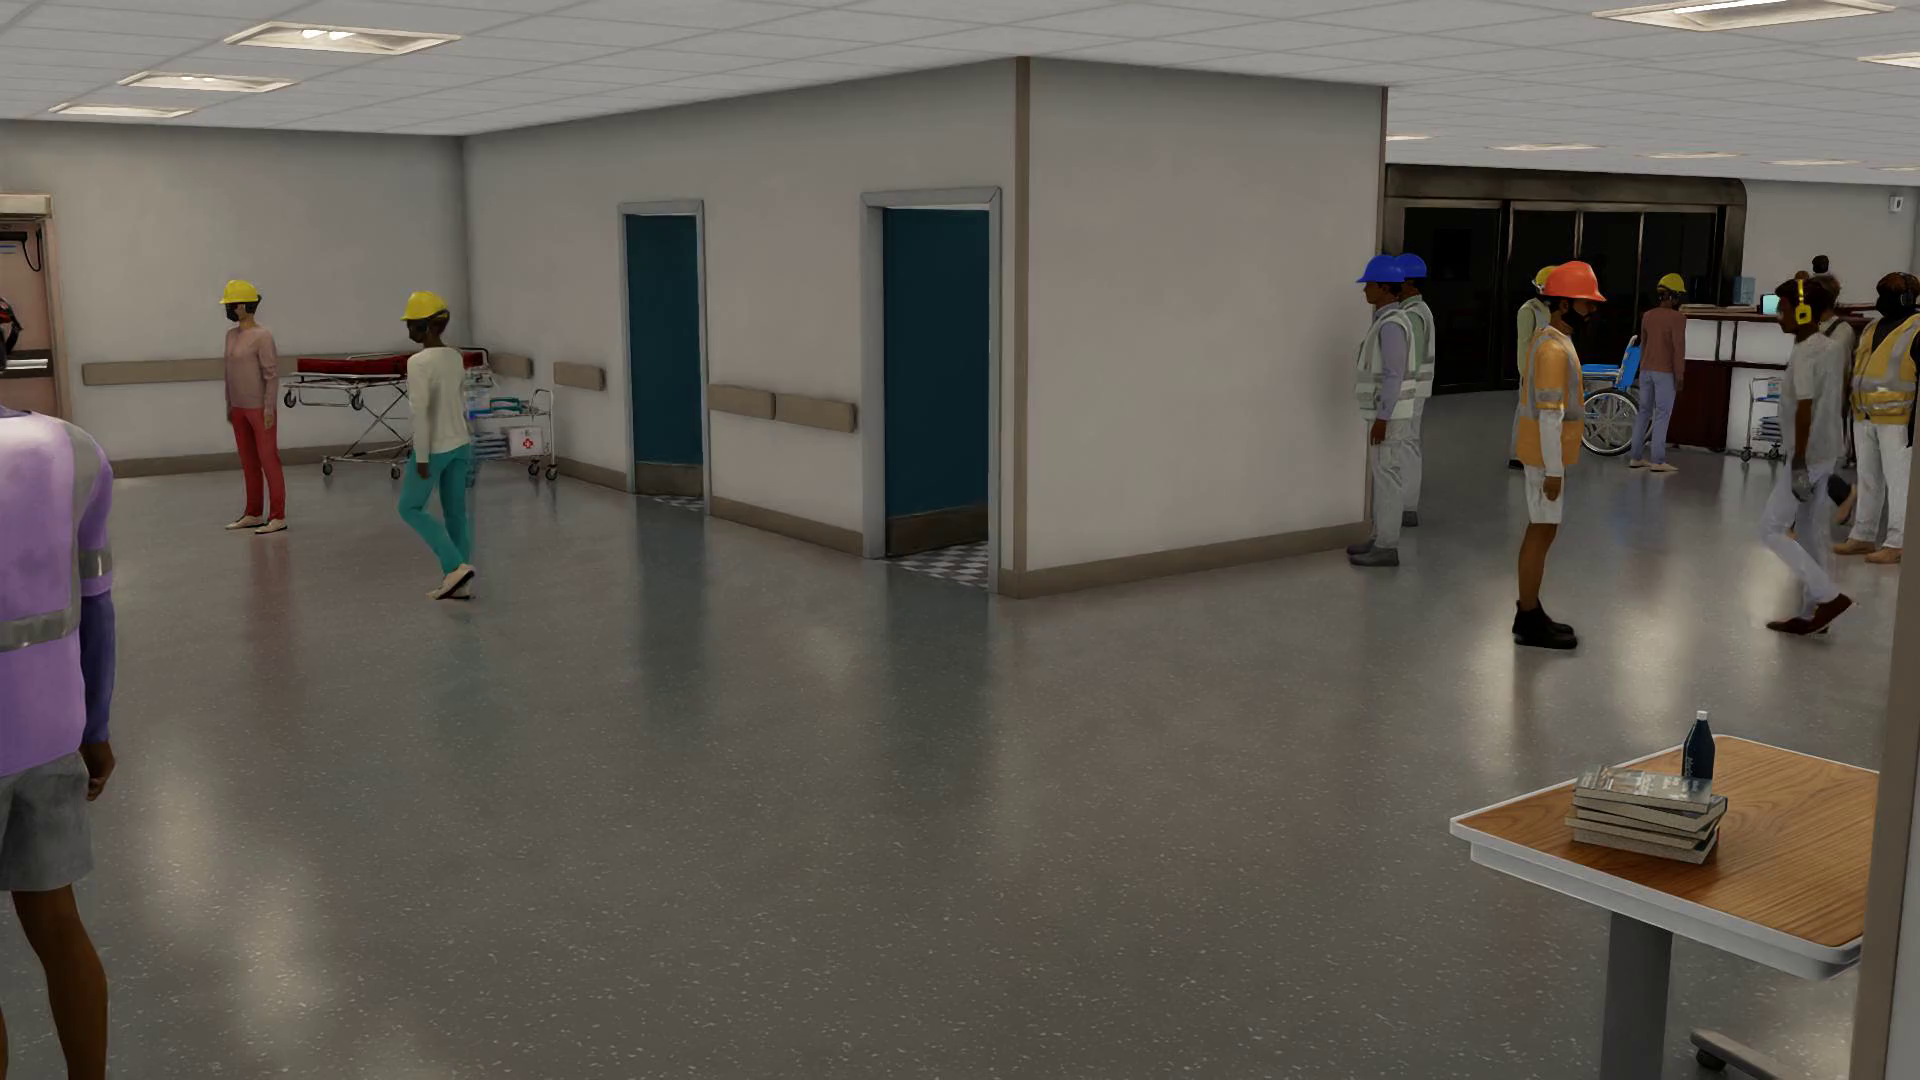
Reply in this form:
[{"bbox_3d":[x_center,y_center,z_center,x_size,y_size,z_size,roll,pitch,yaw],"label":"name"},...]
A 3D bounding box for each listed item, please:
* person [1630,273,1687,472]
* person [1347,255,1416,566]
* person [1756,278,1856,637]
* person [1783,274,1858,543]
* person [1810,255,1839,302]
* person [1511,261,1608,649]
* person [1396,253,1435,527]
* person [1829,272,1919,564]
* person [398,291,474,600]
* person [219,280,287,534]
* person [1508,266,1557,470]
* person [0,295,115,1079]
[{"bbox_3d":[6.264,-1.488,14.828,0.349,1.759,0.522,-3,11,-18],"label":"person"},{"bbox_3d":[2.656,-0.807,10.459,0.391,1.949,0.602,2,10,12],"label":"person"},{"bbox_3d":[4.321,-0.396,8.454,0.559,1.846,0.429,-9,14,-41],"label":"person"},{"bbox_3d":[5.807,-0.862,11.111,0.626,1.819,0.509,-2,10,-9],"label":"person"},{"bbox_3d":[13.584,-3.587,26.361,0.429,1.838,0.621,-1,10,-8],"label":"person"},{"bbox_3d":[2.996,-0.421,8.355,0.386,1.930,0.543,3,11,18],"label":"person"},{"bbox_3d":[3.196,-1.067,11.921,0.384,1.949,0.605,3,10,15],"label":"person"},{"bbox_3d":[5.887,-0.773,10.575,0.429,1.842,0.633,-2,10,-10],"label":"person"},{"bbox_3d":[-2.946,-0.510,9.348,0.367,1.758,0.524,3,11,18],"label":"person"},{"bbox_3d":[-4.975,-0.928,11.651,0.530,1.768,0.312,7,12,32],"label":"person"},{"bbox_3d":[5.184,-1.522,14.837,0.590,1.827,0.403,-8,13,-39],"label":"person"},{"bbox_3d":[-2.026,0.411,3.439,0.409,2.028,0.615,3,11,19],"label":"person"}]
